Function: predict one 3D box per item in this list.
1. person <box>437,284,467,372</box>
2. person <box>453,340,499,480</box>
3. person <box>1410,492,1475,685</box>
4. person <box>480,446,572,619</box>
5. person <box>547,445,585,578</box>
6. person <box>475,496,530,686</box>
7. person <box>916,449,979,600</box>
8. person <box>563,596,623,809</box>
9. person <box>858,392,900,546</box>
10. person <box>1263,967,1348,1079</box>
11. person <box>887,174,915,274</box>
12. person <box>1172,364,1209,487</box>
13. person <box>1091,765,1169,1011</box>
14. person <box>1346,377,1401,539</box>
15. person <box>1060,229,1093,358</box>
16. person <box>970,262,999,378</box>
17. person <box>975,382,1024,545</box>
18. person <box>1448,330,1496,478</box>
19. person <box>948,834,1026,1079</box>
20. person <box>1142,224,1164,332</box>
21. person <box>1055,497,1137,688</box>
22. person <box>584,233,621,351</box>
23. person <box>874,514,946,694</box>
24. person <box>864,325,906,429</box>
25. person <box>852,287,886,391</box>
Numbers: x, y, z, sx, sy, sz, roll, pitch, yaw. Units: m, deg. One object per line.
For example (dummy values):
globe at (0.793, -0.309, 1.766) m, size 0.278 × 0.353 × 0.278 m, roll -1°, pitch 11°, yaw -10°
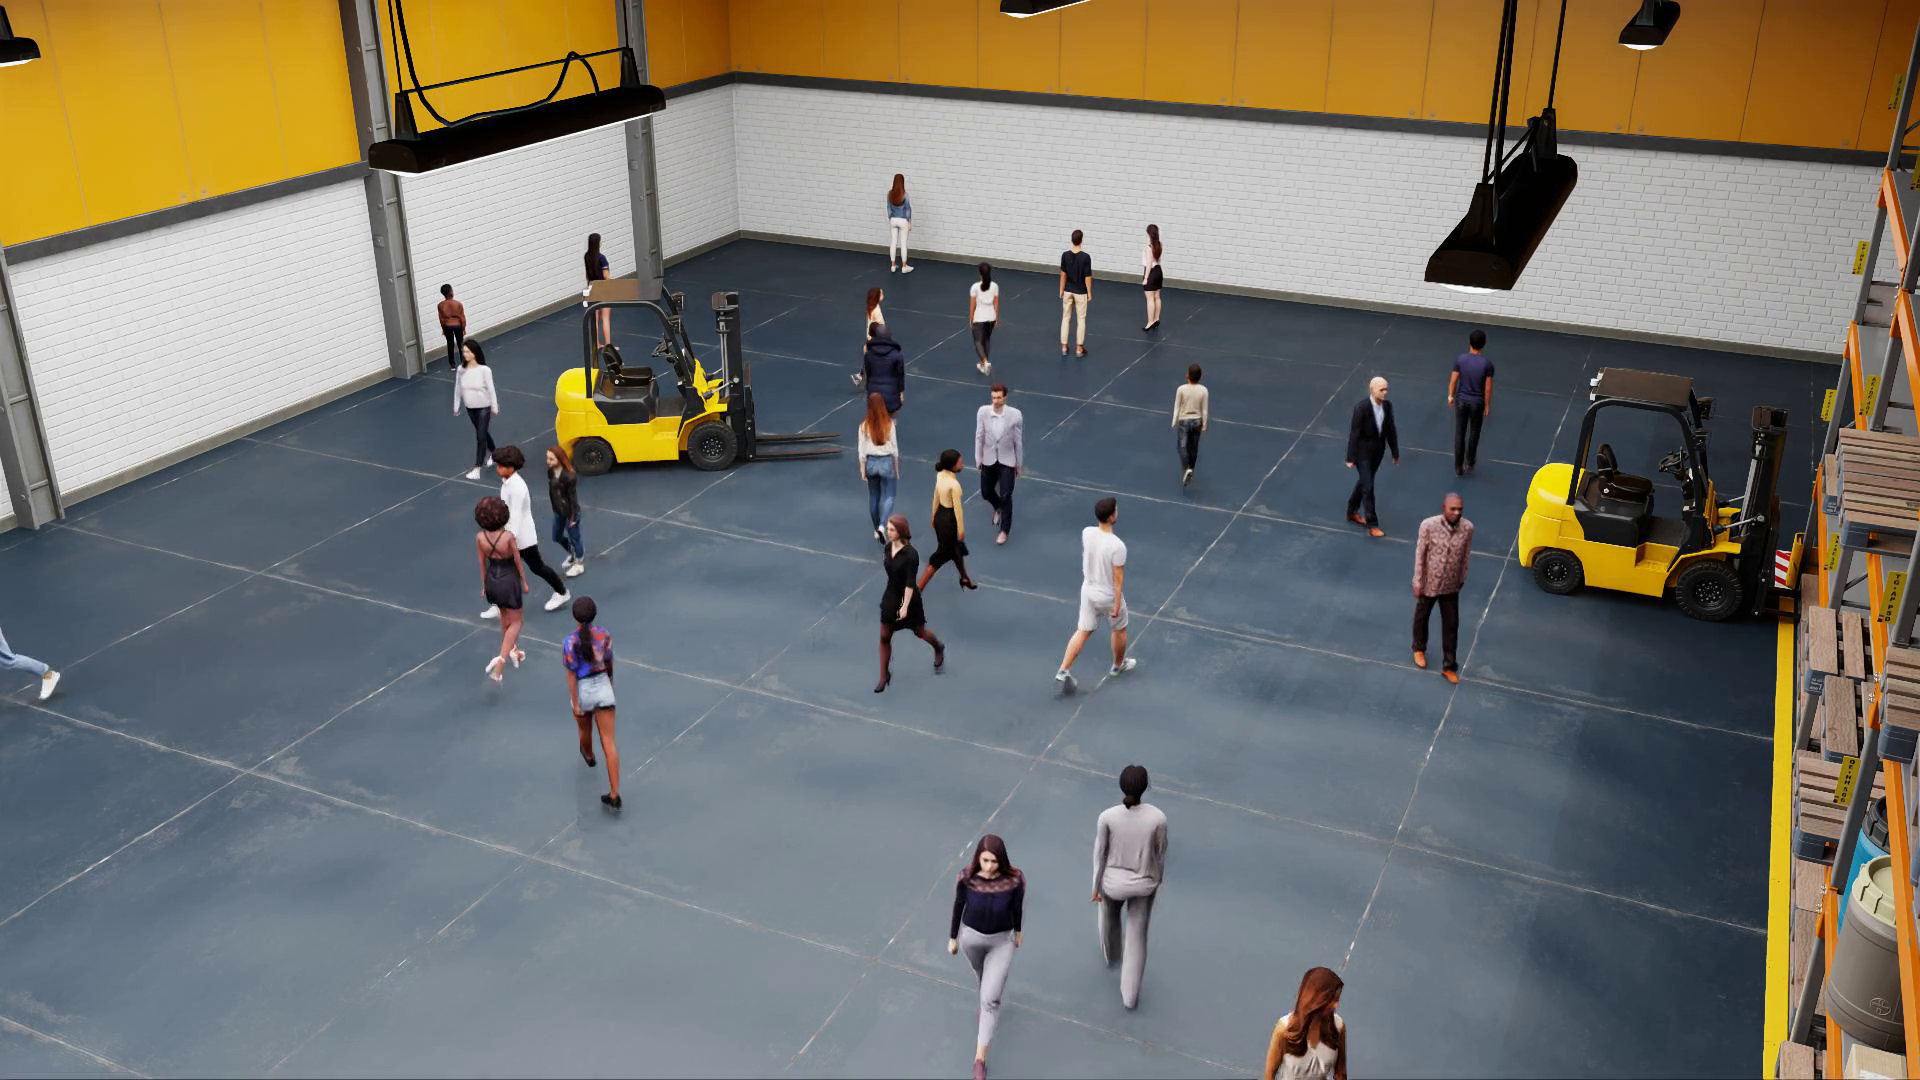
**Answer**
person at (-7.278, -3.057, 23.858) m, size 0.594 × 1.255 × 0.616 m, roll -2°, pitch 24°, yaw -6°
person at (-5.755, -1.600, 20.034) m, size 0.761 × 1.649 × 1.155 m, roll 7°, pitch 24°, yaw 15°
person at (4.399, 0.363, 15.384) m, size 0.901 × 1.777 × 1.095 m, roll 2°, pitch 24°, yaw 4°
person at (-4.250, -0.068, 16.377) m, size 1.221 × 1.771 × 1.034 m, roll -13°, pitch 27°, yaw -28°
person at (-4.054, -0.331, 17.356) m, size 0.594 × 1.468 × 0.619 m, roll 15°, pitch 28°, yaw 30°
person at (-4.170, 0.490, 15.112) m, size 0.687 × 1.762 × 1.066 m, roll 5°, pitch 24°, yaw 12°
person at (-0.203, -0.099, 16.648) m, size 1.109 × 1.611 × 0.991 m, roll -14°, pitch 27°, yaw -28°
person at (-2.905, 1.342, 13.277) m, size 1.212 × 1.670 × 1.152 m, roll -14°, pitch 27°, yaw -30°
person at (-0.871, -0.741, 17.999) m, size 0.778 × 1.704 × 0.975 m, roll 2°, pitch 24°, yaw 4°
person at (1.859, 3.105, 9.113) m, size 0.736 × 1.776 × 0.742 m, roll 1°, pitch 24°, yaw 2°
person at (-1.061, -5.508, 28.908) m, size 0.607 × 1.703 × 0.507 m, roll 11°, pitch 26°, yaw 24°
person at (2.726, -1.346, 19.706) m, size 0.815 × 1.446 × 0.966 m, roll -2°, pitch 24°, yaw -4°
person at (1.121, 2.325, 10.986) m, size 0.866 × 1.705 × 1.061 m, roll 2°, pitch 24°, yaw 4°
person at (4.491, -0.976, 18.457) m, size 1.119 × 1.768 × 1.137 m, roll -12°, pitch 26°, yaw -25°
person at (1.694, -3.628, 24.422) m, size 0.640 × 1.850 × 0.552 m, roll 10°, pitch 25°, yaw 21°
person at (0.359, -3.080, 23.445) m, size 0.935 × 1.629 × 1.010 m, roll -7°, pitch 25°, yaw -16°
person at (0.461, -0.892, 18.192) m, size 0.782 × 1.826 × 0.913 m, roll 5°, pitch 24°, yaw 11°
person at (6.082, -1.608, 19.895) m, size 0.677 × 1.775 × 0.818 m, roll 9°, pitch 25°, yaw 20°
person at (0.179, 2.551, 10.657) m, size 0.850 × 1.554 × 1.194 m, roll 4°, pitch 24°, yaw 9°
person at (2.972, -4.045, 25.625) m, size 0.660 × 1.650 × 0.519 m, roll 18°, pitch 29°, yaw 35°
person at (1.210, 0.503, 15.004) m, size 0.937 × 1.823 × 1.271 m, roll 21°, pitch 31°, yaw 39°
person at (-5.347, -3.664, 24.609) m, size 0.594 × 1.766 × 0.560 m, roll 14°, pitch 27°, yaw 29°
person at (-0.440, 0.553, 15.090) m, size 0.799 × 1.664 × 1.148 m, roll 19°, pitch 30°, yaw 37°
person at (-0.964, -1.786, 20.456) m, size 0.783 × 1.653 × 0.919 m, roll 6°, pitch 24°, yaw 13°
person at (-1.191, -2.745, 22.883) m, size 0.928 × 1.465 × 0.920 m, roll -5°, pitch 24°, yaw -12°
